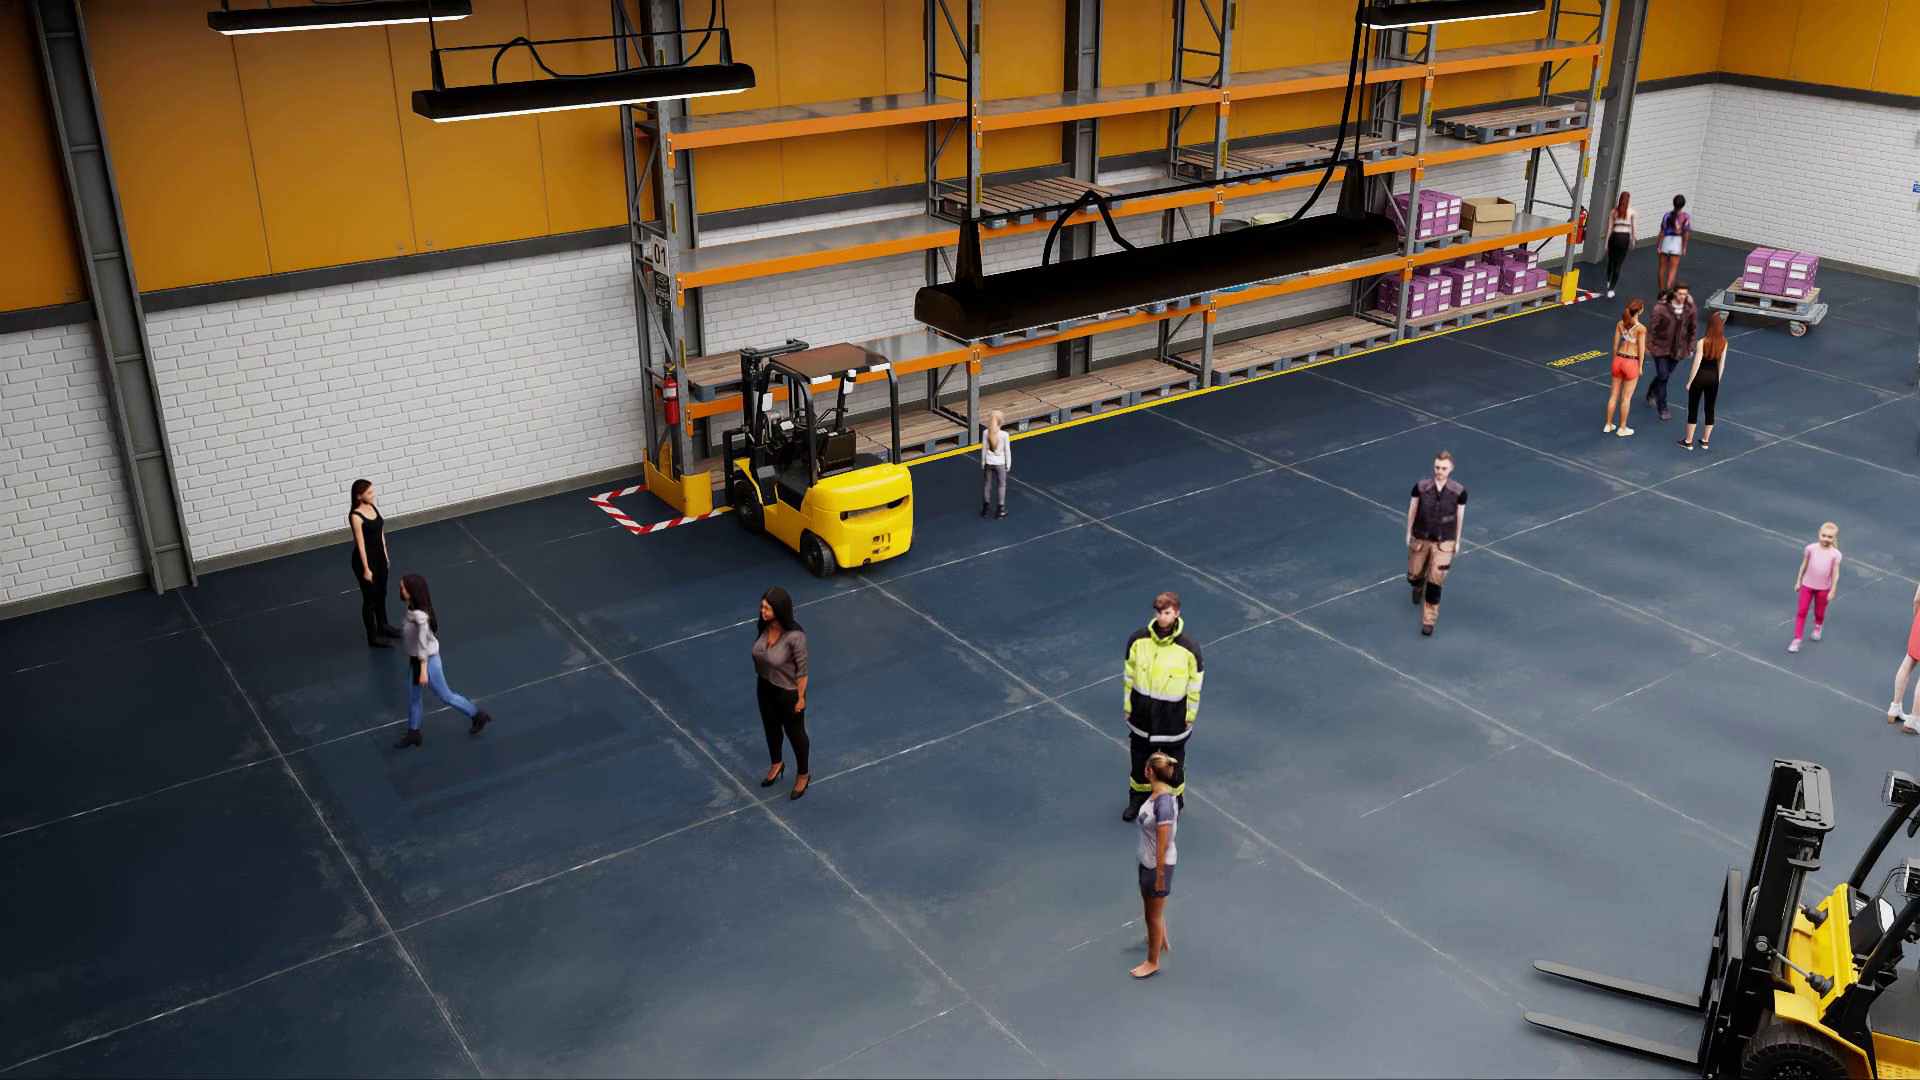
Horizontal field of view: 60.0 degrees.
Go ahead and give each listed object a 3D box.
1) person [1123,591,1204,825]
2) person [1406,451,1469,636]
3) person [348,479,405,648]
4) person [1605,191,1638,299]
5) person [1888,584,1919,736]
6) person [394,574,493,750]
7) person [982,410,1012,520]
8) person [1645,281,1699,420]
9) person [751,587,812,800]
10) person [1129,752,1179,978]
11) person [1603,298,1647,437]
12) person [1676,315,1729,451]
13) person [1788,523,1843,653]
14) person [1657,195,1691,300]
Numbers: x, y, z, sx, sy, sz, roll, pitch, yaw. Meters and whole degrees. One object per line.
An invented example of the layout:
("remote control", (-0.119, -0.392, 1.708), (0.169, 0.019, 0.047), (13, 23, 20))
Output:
("person", (1.576, 1.299, 13.005), (0.869, 1.983, 0.888), (7, 25, 17))
("person", (4.635, -0.027, 16.244), (1.007, 1.819, 1.146), (9, 25, 19))
("person", (-5.625, 0.208, 15.868), (0.728, 1.689, 0.671), (4, 24, 8))
("person", (10.839, -4.822, 27.370), (0.979, 1.693, 1.253), (12, 26, 26))
("person", (8.344, 0.809, 14.320), (0.647, 1.828, 0.656), (-4, 24, -8))
("person", (-4.434, 1.032, 14.096), (1.088, 1.599, 0.709), (-11, 26, -24))
("person", (0.394, -0.859, 18.823), (0.584, 1.277, 0.630), (8, 25, 18))
("person", (9.362, -2.546, 22.034), (1.272, 1.797, 1.232), (0, 24, 1))
("person", (-1.425, 1.215, 13.374), (0.721, 1.840, 0.698), (17, 29, 34))
("person", (1.359, 2.208, 11.372), (0.741, 1.625, 0.700), (-2, 24, -4))
("person", (8.527, -2.221, 21.297), (0.568, 1.791, 0.571), (-17, 29, -34))
("person", (9.336, -1.983, 20.833), (0.600, 1.726, 0.710), (-2, 24, -5))
("person", (8.201, 0.424, 15.909), (0.648, 1.261, 0.851), (17, 29, 33))
("person", (11.595, -4.733, 27.122), (0.820, 1.729, 0.951), (11, 26, 24))
